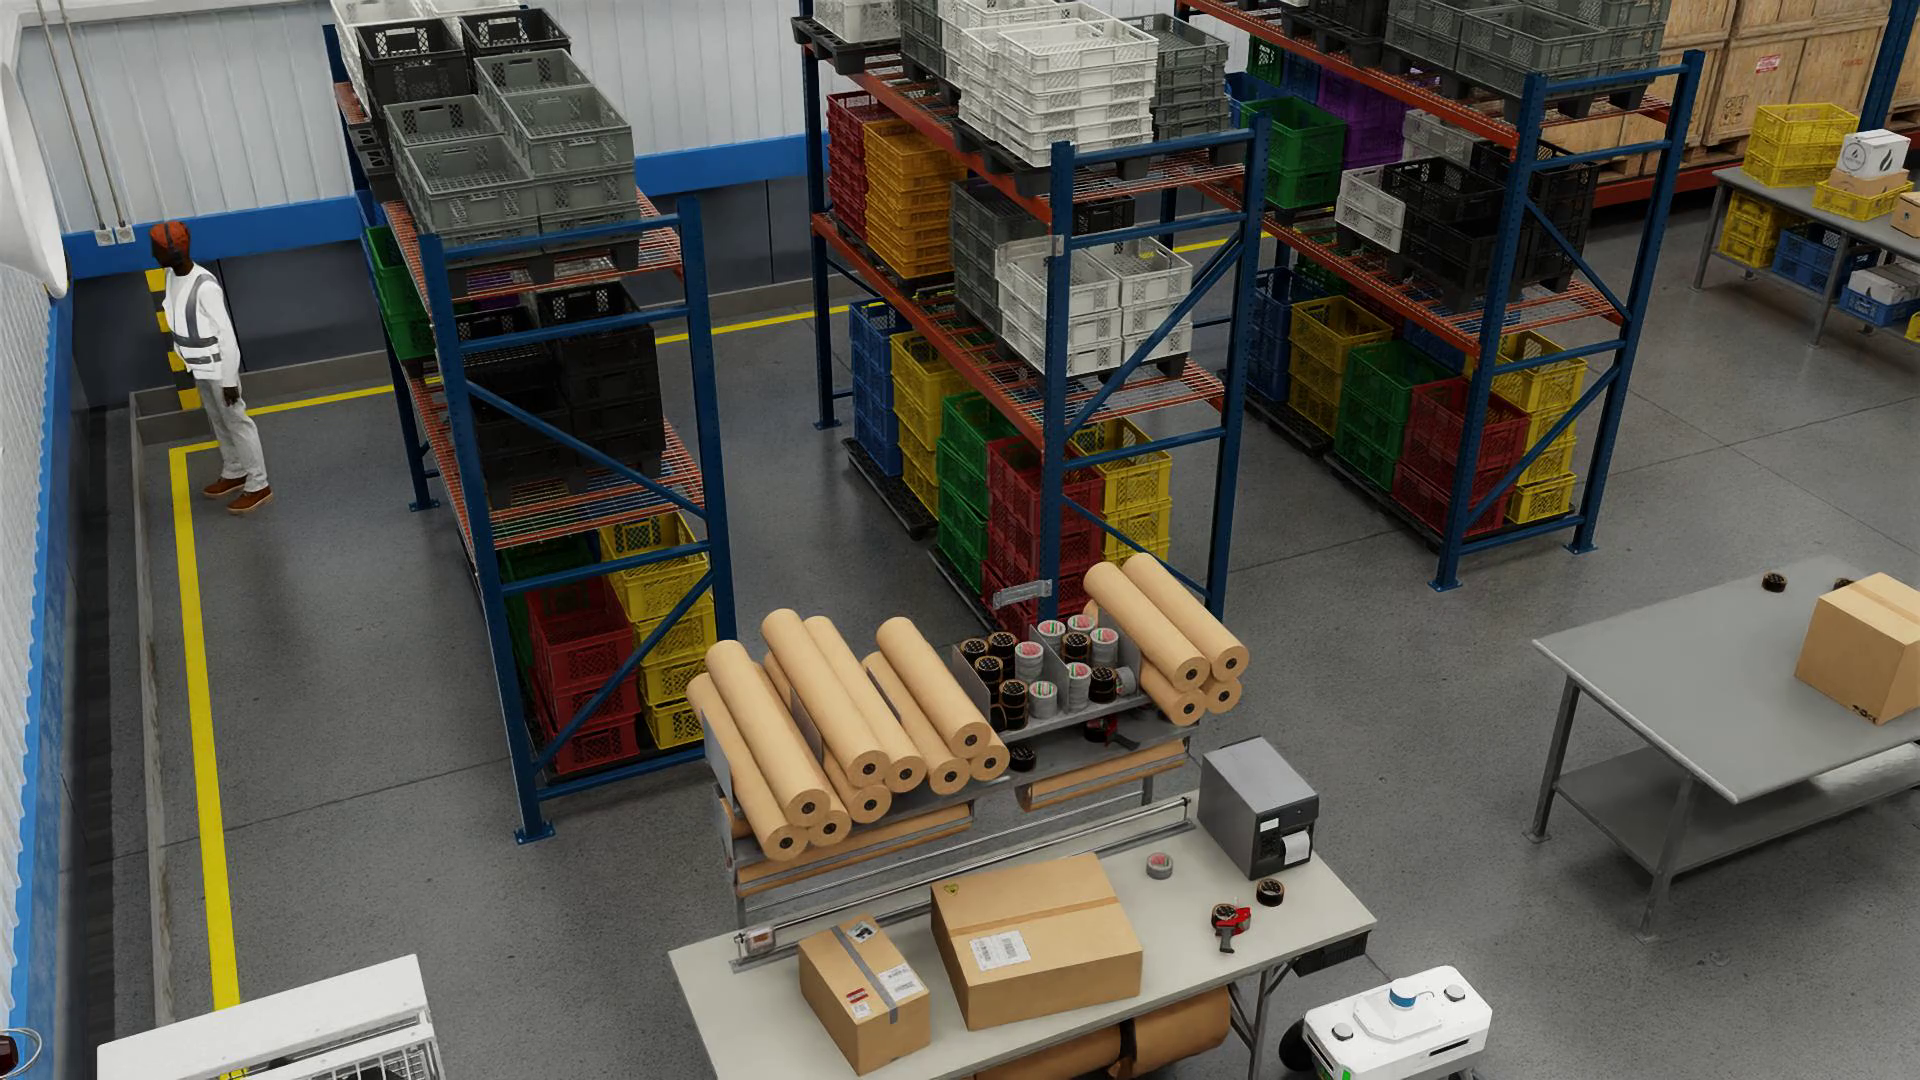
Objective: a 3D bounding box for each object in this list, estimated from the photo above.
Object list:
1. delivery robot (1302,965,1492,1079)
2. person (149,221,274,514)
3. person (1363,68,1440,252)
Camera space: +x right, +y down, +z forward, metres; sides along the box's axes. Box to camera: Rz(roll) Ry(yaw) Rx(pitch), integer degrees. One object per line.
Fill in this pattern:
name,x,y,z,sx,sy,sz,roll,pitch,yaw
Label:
delivery robot,1.700,1.914,6.480,0.707,0.478,0.477,-12,34,-19
person,-4.567,-1.053,10.128,0.573,1.883,0.362,27,41,37
person,3.610,-3.357,13.829,0.625,1.933,0.374,27,41,36
